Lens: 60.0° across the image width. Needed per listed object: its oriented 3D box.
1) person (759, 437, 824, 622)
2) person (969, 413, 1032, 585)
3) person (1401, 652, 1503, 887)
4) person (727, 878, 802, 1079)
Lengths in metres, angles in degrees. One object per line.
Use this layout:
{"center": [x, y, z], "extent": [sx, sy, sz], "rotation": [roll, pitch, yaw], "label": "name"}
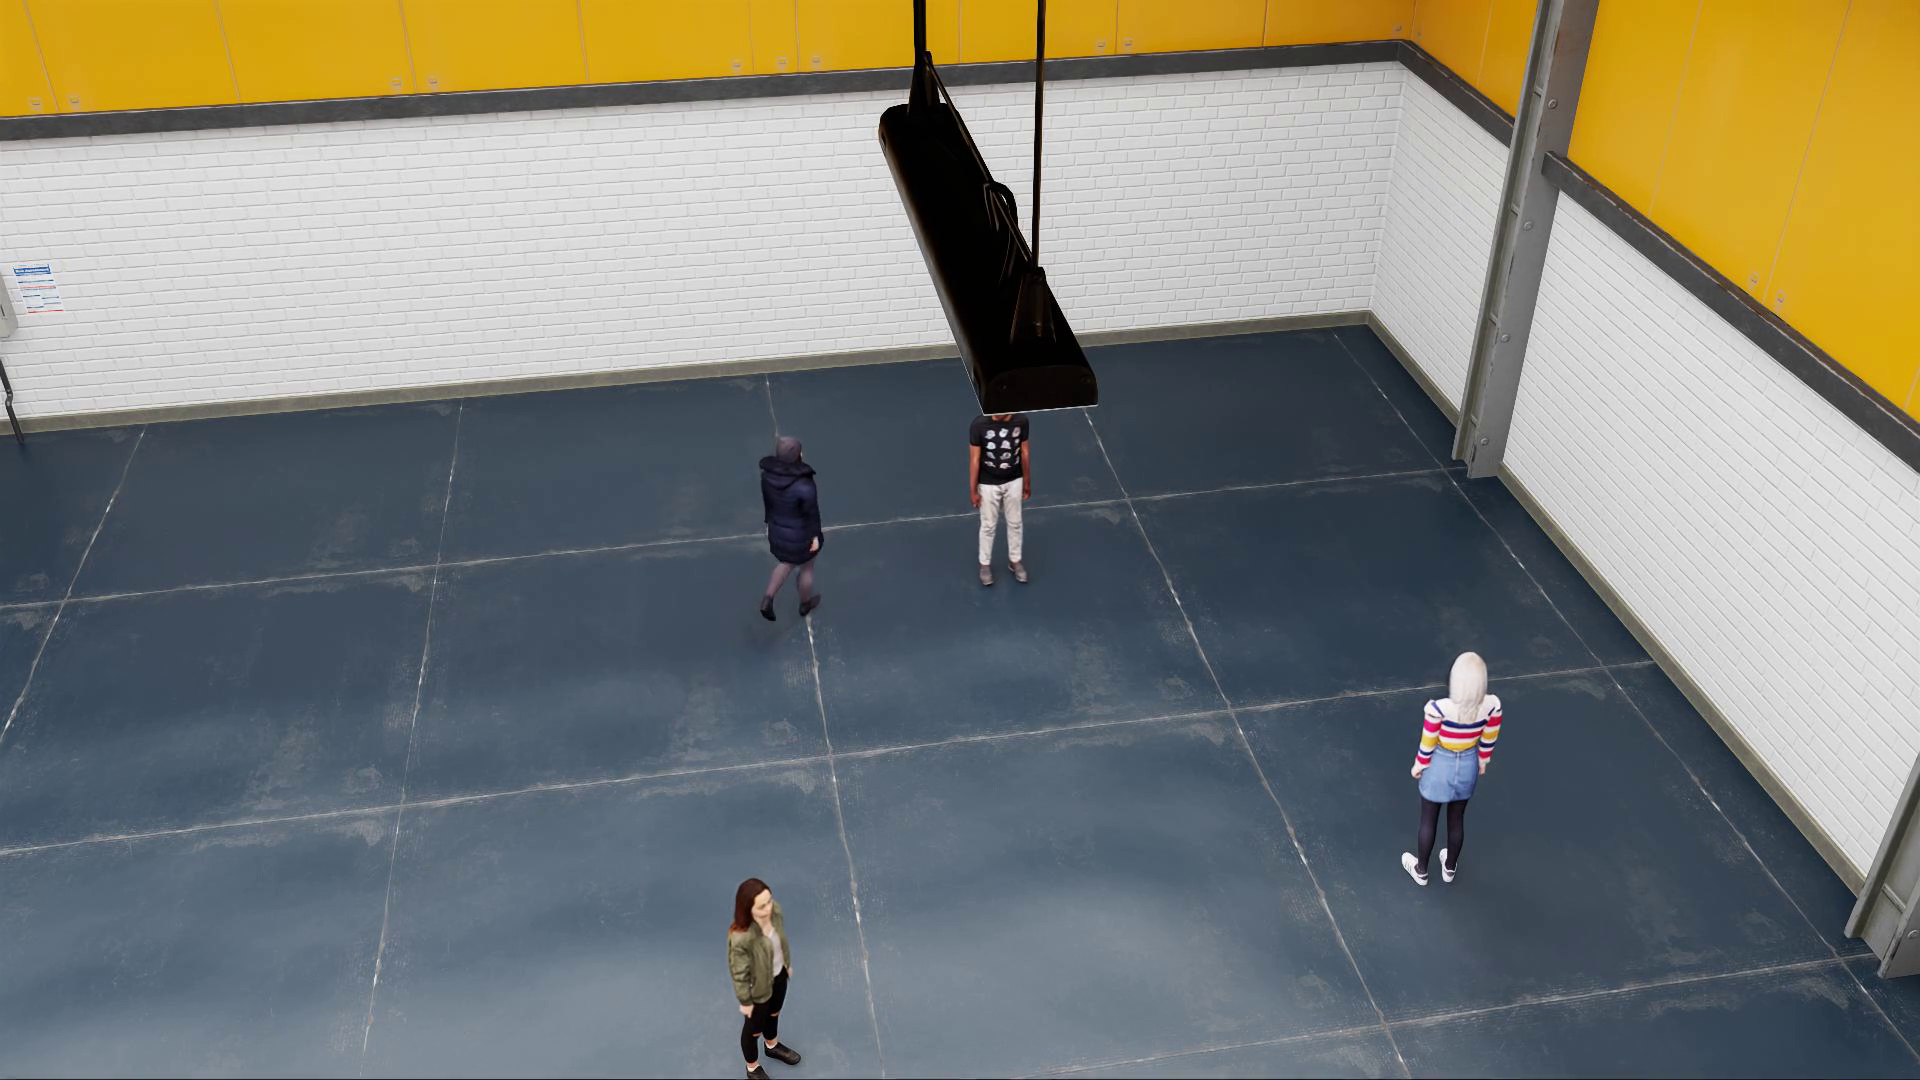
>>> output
{"center": [-1.337, -0.044, 12.893], "extent": [0.960, 1.663, 1.020], "rotation": [21, 39, 29], "label": "person"}
{"center": [0.322, -0.475, 13.418], "extent": [0.660, 1.800, 0.604], "rotation": [-7, 34, -11], "label": "person"}
{"center": [3.107, 1.451, 10.511], "extent": [0.667, 1.810, 0.538], "rotation": [-3, 34, -4], "label": "person"}
{"center": [-1.109, 2.456, 9.302], "extent": [0.712, 1.475, 0.644], "rotation": [20, 38, 27], "label": "person"}
